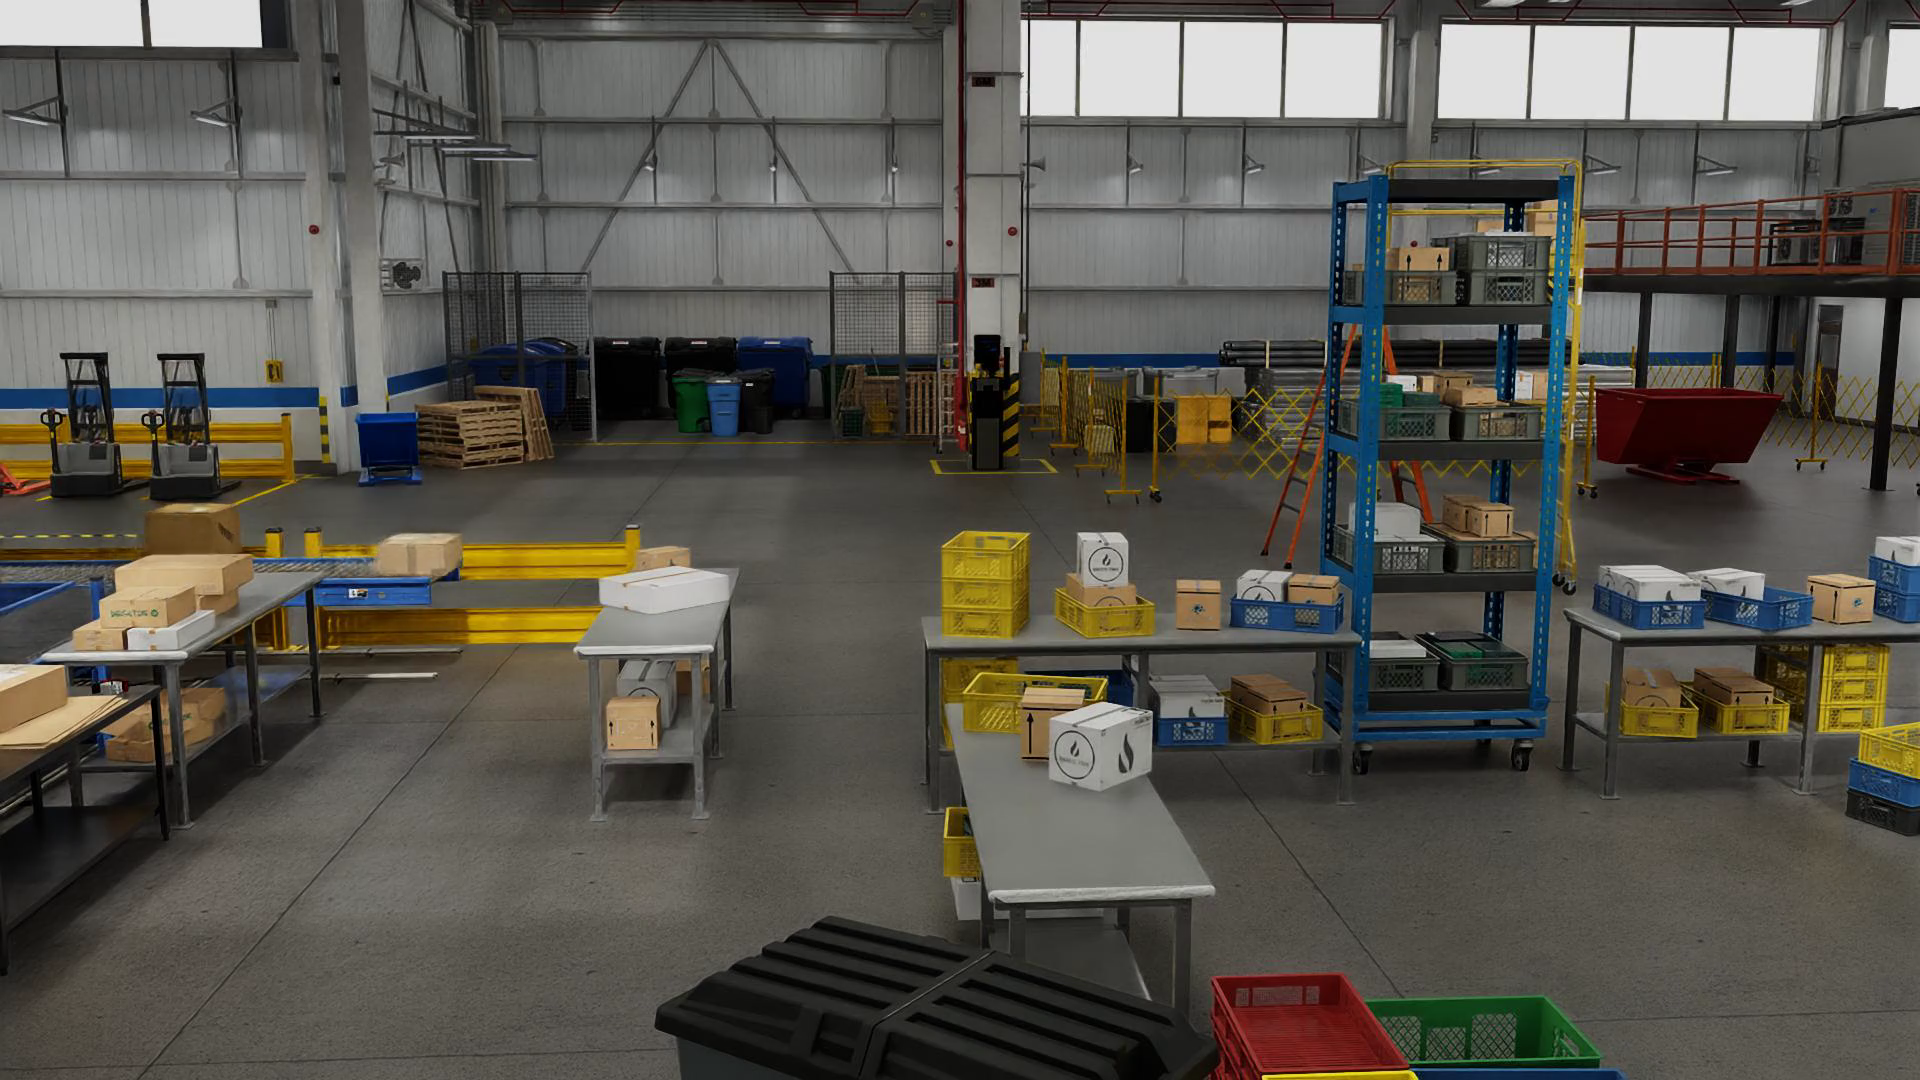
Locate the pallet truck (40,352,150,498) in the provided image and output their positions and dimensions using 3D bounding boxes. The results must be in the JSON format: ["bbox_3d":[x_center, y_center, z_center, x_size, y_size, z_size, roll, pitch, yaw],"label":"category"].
[{"bbox_3d":[-11.907,-1.642,23.165,0.823,1.965,1.885,0,9,0],"label":"pallet truck"}]

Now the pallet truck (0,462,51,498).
[{"bbox_3d":[-13.193,-1.293,23.148,0.653,1.274,1.630,-1,9,-4],"label":"pallet truck"}]

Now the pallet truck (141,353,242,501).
[{"bbox_3d":[-10.520,-1.604,22.925,0.823,1.965,1.885,-1,9,-6],"label":"pallet truck"}]
